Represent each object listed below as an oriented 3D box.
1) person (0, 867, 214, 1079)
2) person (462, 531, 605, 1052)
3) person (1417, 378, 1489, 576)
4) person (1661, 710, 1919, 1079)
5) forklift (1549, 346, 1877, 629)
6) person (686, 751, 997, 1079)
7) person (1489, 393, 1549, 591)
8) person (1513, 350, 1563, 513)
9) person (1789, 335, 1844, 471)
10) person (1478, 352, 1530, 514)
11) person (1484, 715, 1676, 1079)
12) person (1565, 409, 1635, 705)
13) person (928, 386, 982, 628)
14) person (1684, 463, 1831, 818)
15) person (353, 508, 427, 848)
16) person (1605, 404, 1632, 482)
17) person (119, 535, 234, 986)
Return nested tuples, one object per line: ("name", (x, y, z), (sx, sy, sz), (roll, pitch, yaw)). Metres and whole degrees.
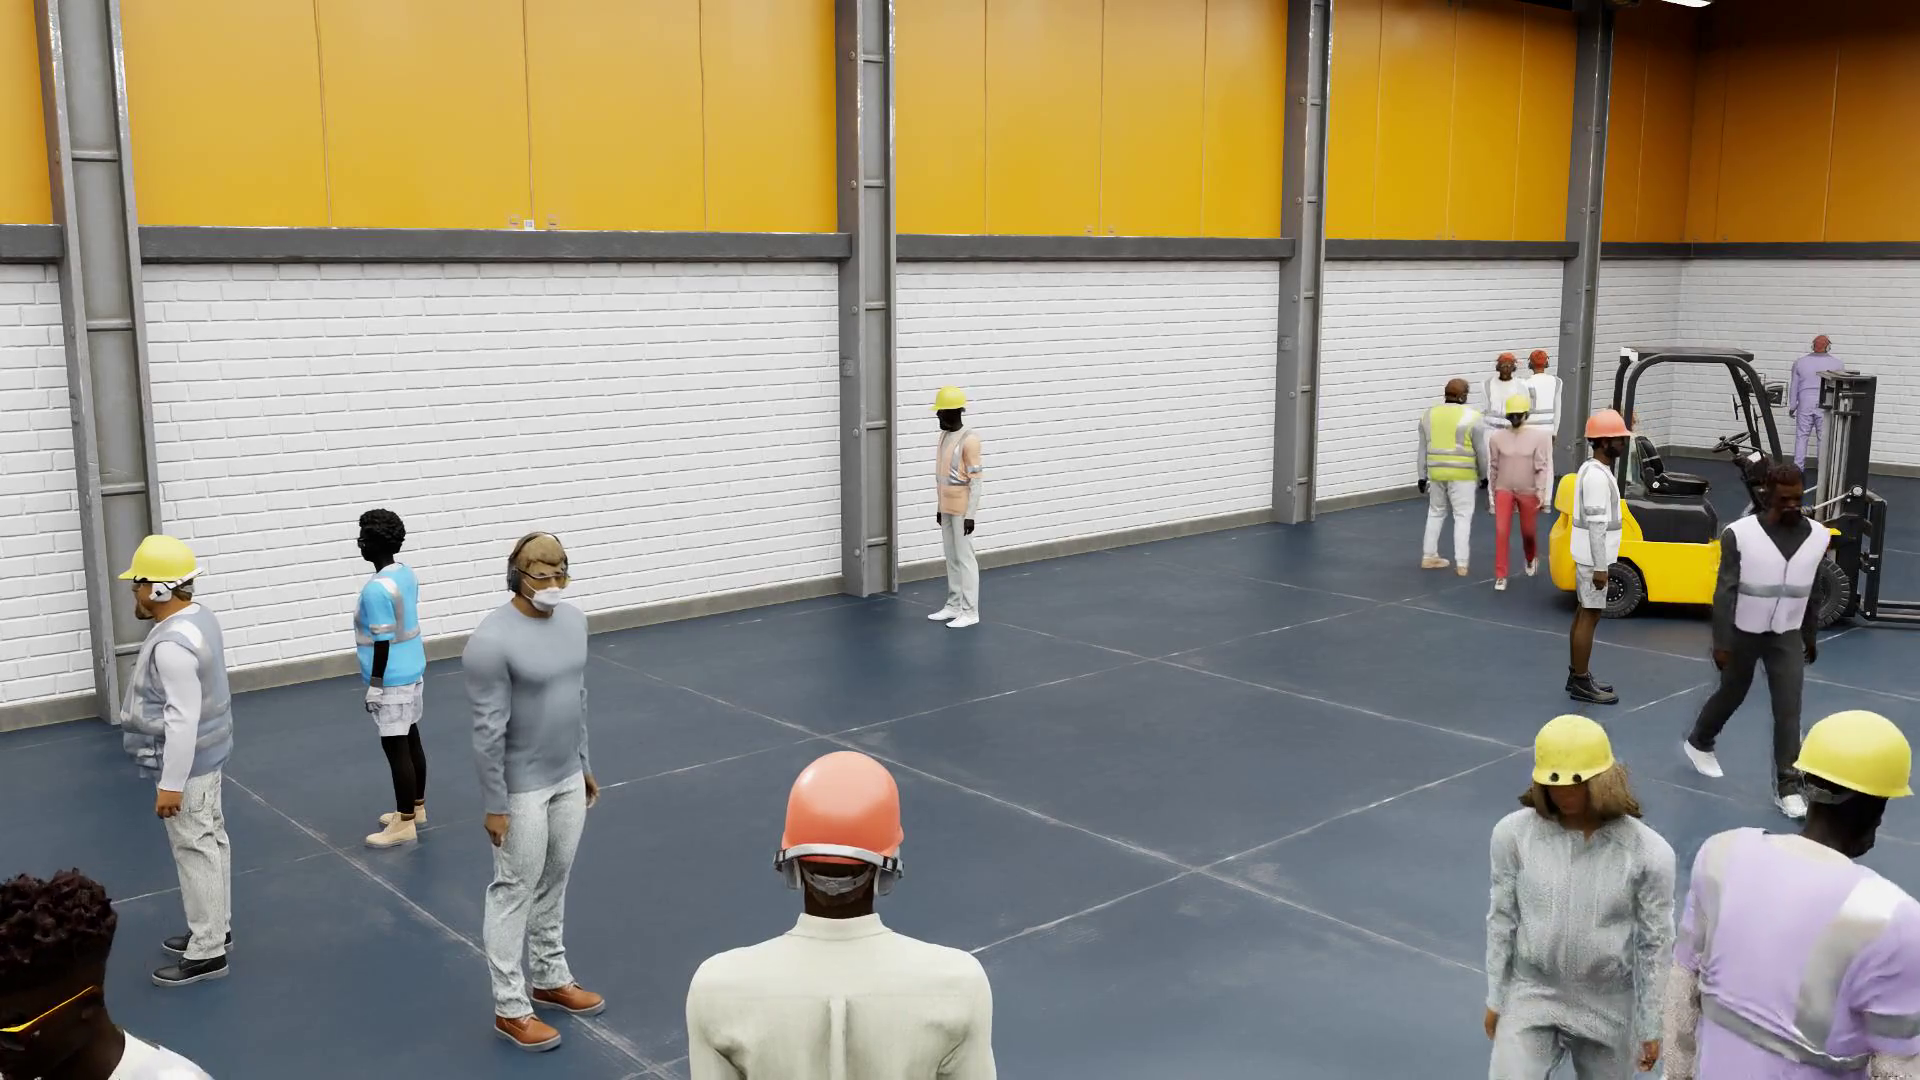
("person", (-1.458, 1.494, 2.864), (0.626, 1.948, 0.428), (5, 11, 28))
("person", (-1.589, 0.918, 6.277), (0.374, 1.934, 0.628), (4, 11, 23))
("person", (4.565, -0.591, 15.439), (0.463, 1.825, 0.629), (-8, 13, -41))
("person", (1.973, 1.334, 3.947), (0.473, 1.902, 0.589), (-4, 10, -20))
("forklift", (6.109, -0.478, 13.691), (2.313, 2.155, 1.214), (3, 10, 16))
("person", (-0.226, 1.394, 3.313), (0.613, 1.994, 0.382), (-1, 10, -4))
("person", (4.978, -0.452, 14.850), (0.518, 1.741, 0.746), (4, 11, 24))
("person", (6.592, -1.232, 19.025), (0.574, 1.880, 0.358), (-3, 10, -16))
("person", (11.369, -1.768, 22.083), (0.655, 1.906, 0.407), (7, 12, 34))
("person", (6.246, -1.239, 19.102), (0.587, 1.863, 0.620), (5, 11, 26))
("person", (1.717, 1.307, 4.664), (0.512, 1.709, 0.565), (4, 11, 24))
("person", (4.228, 0.104, 11.018), (0.352, 1.942, 0.545), (3, 10, 16))
("person", (-0.043, -0.264, 13.221), (0.373, 1.922, 0.593), (-5, 11, -26))
("person", (4.354, 0.487, 9.035), (0.646, 1.867, 0.997), (0, 10, -2))
("person", (-2.854, 0.684, 8.343), (0.318, 1.697, 0.536), (-1, 10, -4))
("person", (5.948, -0.444, 15.183), (0.360, 1.616, 0.499), (1, 10, 3))
("person", (-3.175, 0.884, 6.766), (0.403, 1.835, 0.588), (-3, 10, -15))
